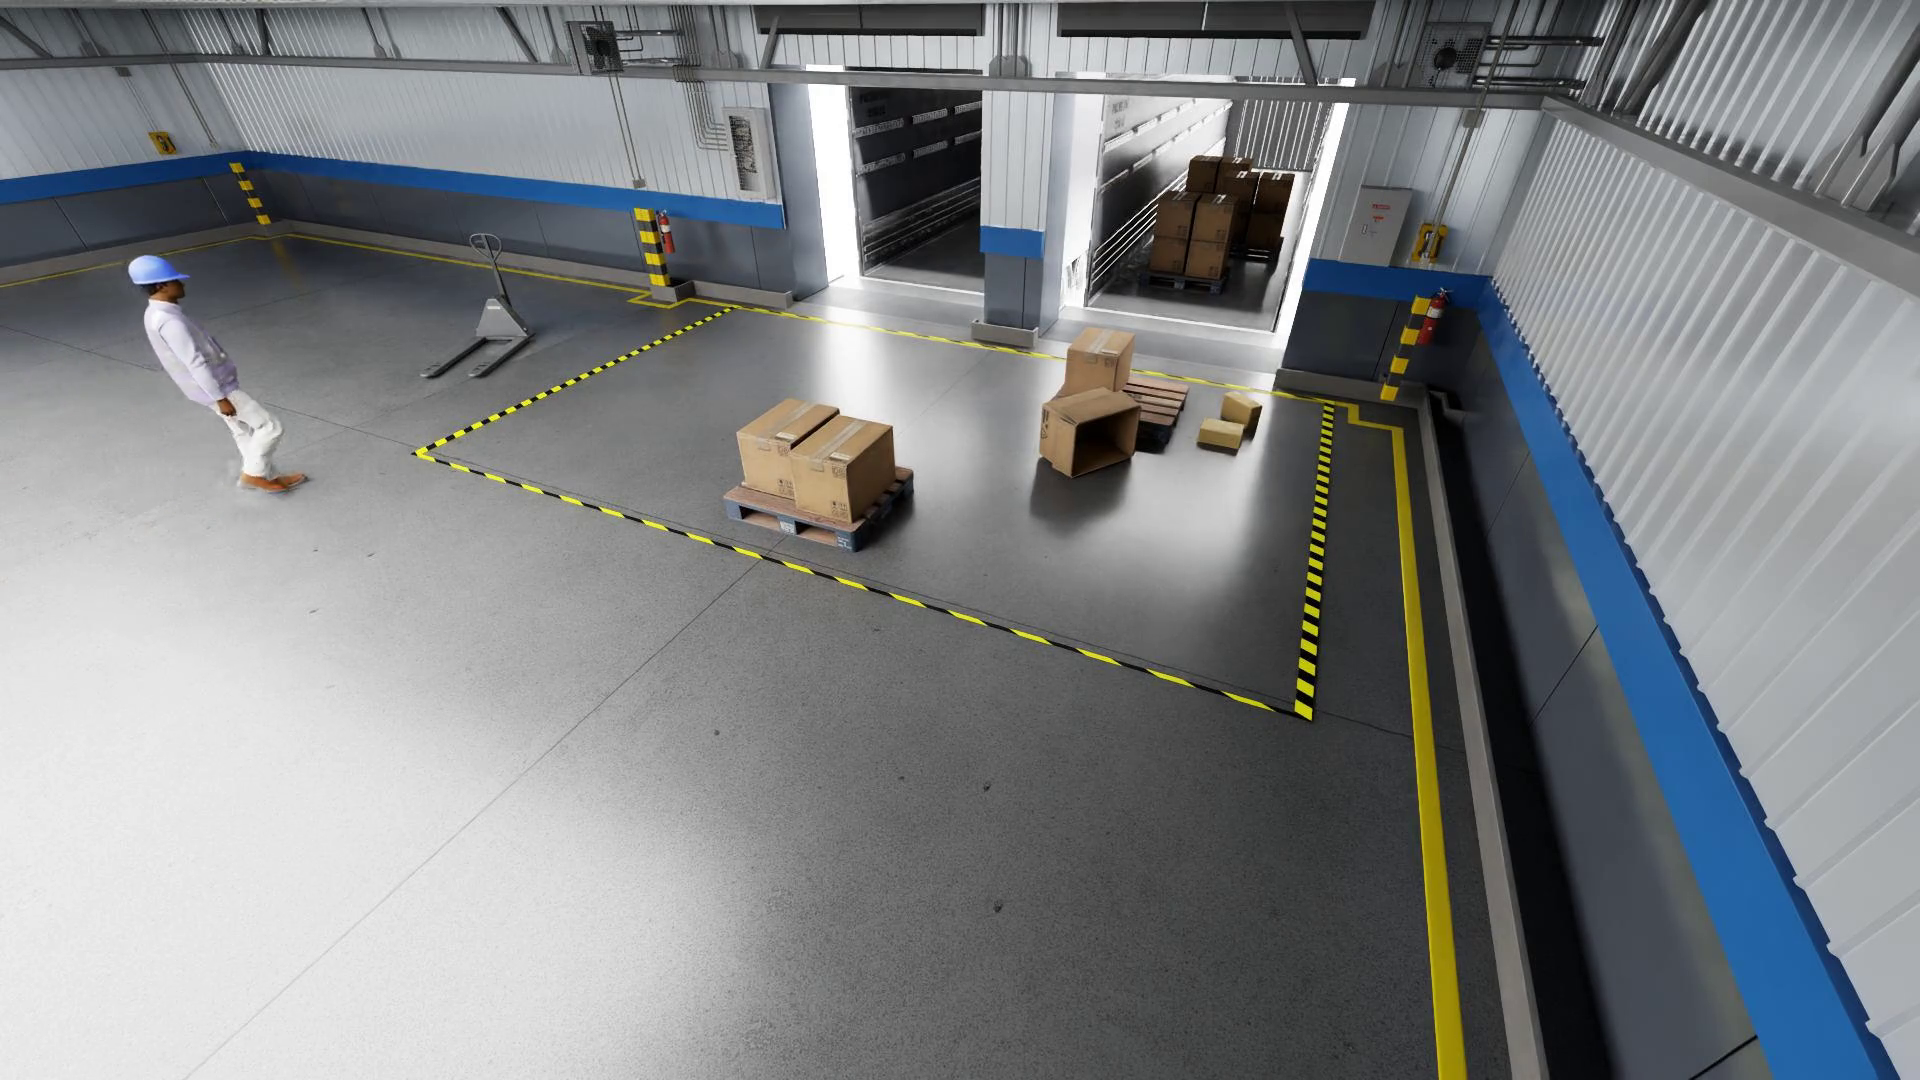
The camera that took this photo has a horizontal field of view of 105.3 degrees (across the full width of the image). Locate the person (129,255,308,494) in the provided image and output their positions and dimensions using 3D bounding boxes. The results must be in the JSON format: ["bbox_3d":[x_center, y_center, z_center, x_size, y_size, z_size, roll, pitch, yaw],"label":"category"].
[{"bbox_3d":[-5.779,-1.195,5.701,0.624,1.926,0.467,27,44,33],"label":"person"}]

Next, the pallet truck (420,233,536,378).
[{"bbox_3d":[-5.664,-2.712,8.427,0.680,1.201,1.601,0,35,-1],"label":"pallet truck"}]
